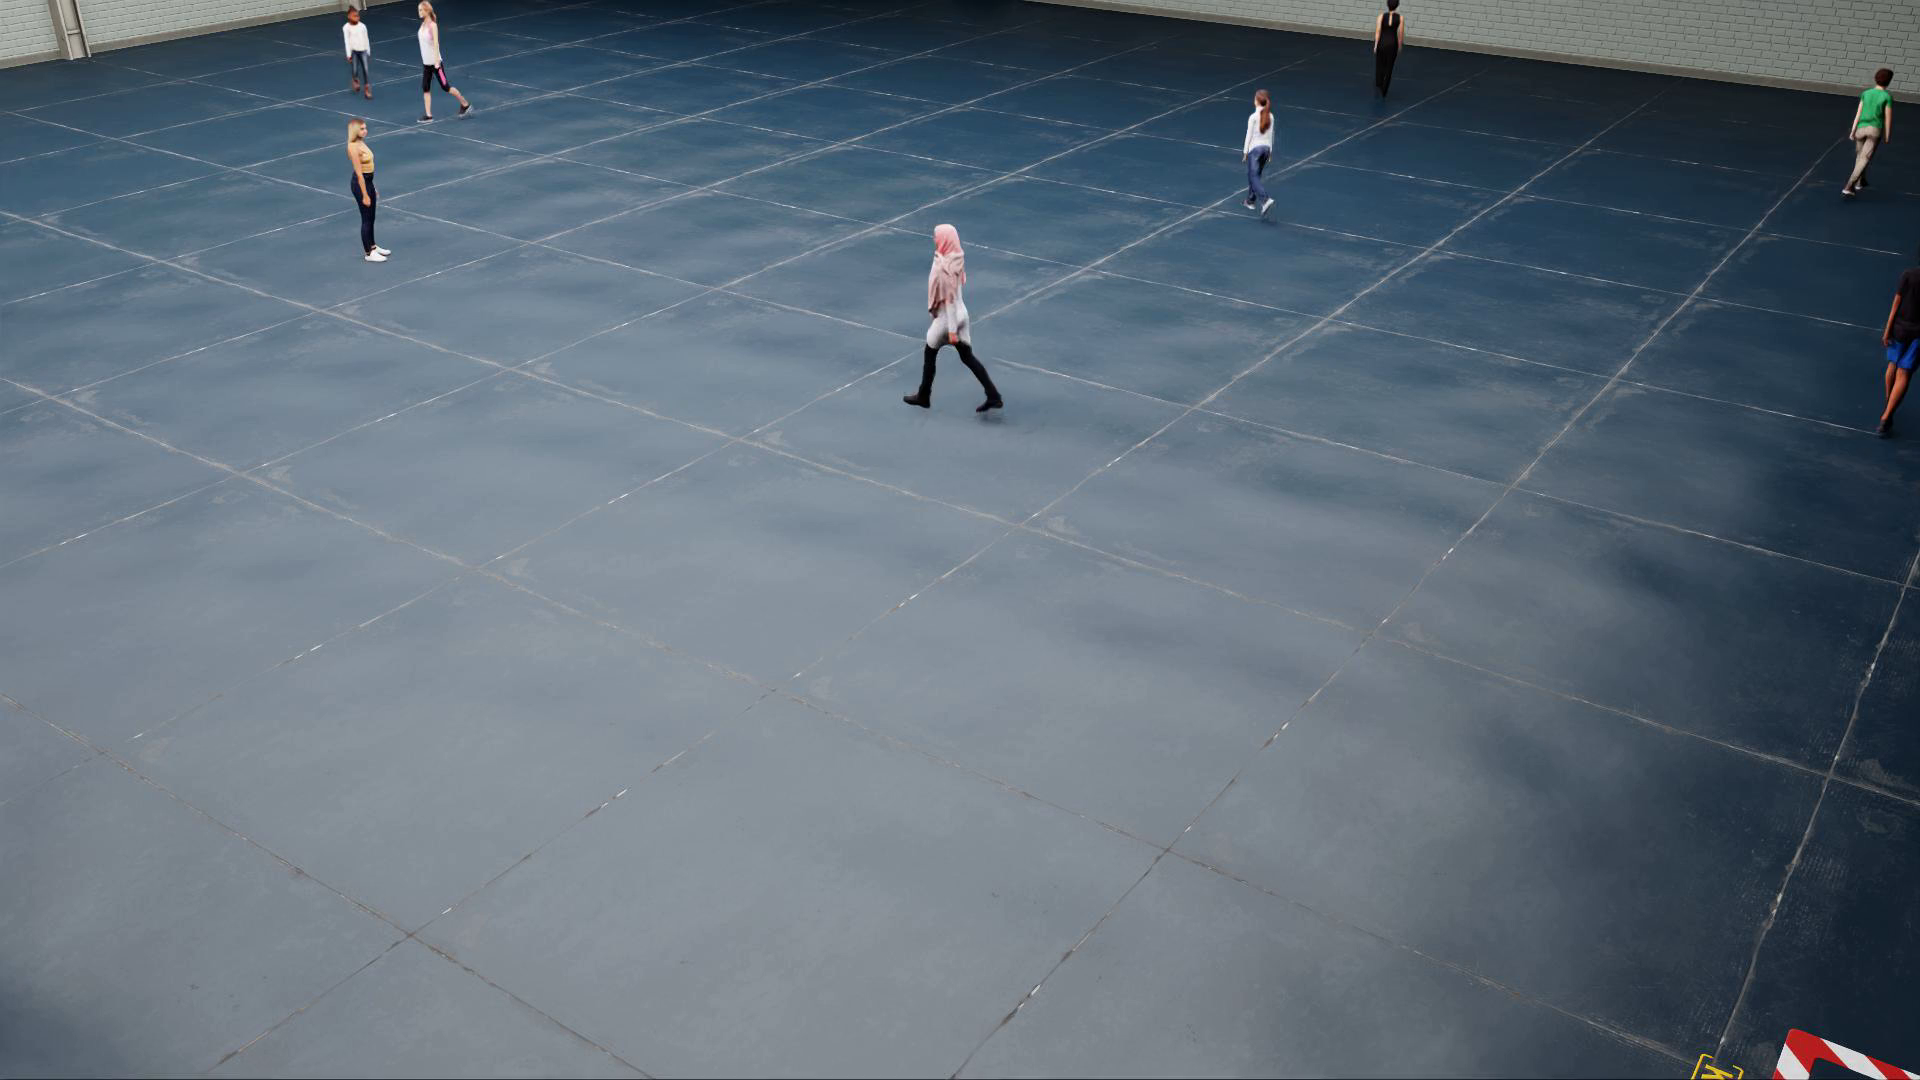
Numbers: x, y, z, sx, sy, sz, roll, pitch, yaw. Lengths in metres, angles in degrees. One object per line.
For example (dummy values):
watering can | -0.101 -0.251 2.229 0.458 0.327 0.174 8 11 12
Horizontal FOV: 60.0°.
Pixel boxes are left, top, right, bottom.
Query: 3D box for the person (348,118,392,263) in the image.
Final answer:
person | -6.892 -4.058 19.238 0.714 1.627 0.637 -2 27 -3

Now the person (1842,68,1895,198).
person | 11.755 -5.241 21.553 1.155 1.611 0.828 -18 32 -31

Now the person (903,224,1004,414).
person | 0.008 -1.931 14.968 0.928 1.754 1.210 9 29 17

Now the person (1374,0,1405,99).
person | 6.884 -7.894 26.769 0.881 1.553 1.121 5 28 10

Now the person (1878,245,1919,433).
person | 8.409 -1.785 14.701 0.621 1.740 1.124 17 32 30

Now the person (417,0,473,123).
person | -7.923 -7.262 25.323 1.189 1.753 0.803 -22 35 -36

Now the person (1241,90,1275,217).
person | 3.777 -4.820 20.821 1.019 1.533 0.933 -12 29 -21

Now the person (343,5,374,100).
person | -9.739 -7.885 26.864 0.824 1.449 0.785 -16 31 -28
